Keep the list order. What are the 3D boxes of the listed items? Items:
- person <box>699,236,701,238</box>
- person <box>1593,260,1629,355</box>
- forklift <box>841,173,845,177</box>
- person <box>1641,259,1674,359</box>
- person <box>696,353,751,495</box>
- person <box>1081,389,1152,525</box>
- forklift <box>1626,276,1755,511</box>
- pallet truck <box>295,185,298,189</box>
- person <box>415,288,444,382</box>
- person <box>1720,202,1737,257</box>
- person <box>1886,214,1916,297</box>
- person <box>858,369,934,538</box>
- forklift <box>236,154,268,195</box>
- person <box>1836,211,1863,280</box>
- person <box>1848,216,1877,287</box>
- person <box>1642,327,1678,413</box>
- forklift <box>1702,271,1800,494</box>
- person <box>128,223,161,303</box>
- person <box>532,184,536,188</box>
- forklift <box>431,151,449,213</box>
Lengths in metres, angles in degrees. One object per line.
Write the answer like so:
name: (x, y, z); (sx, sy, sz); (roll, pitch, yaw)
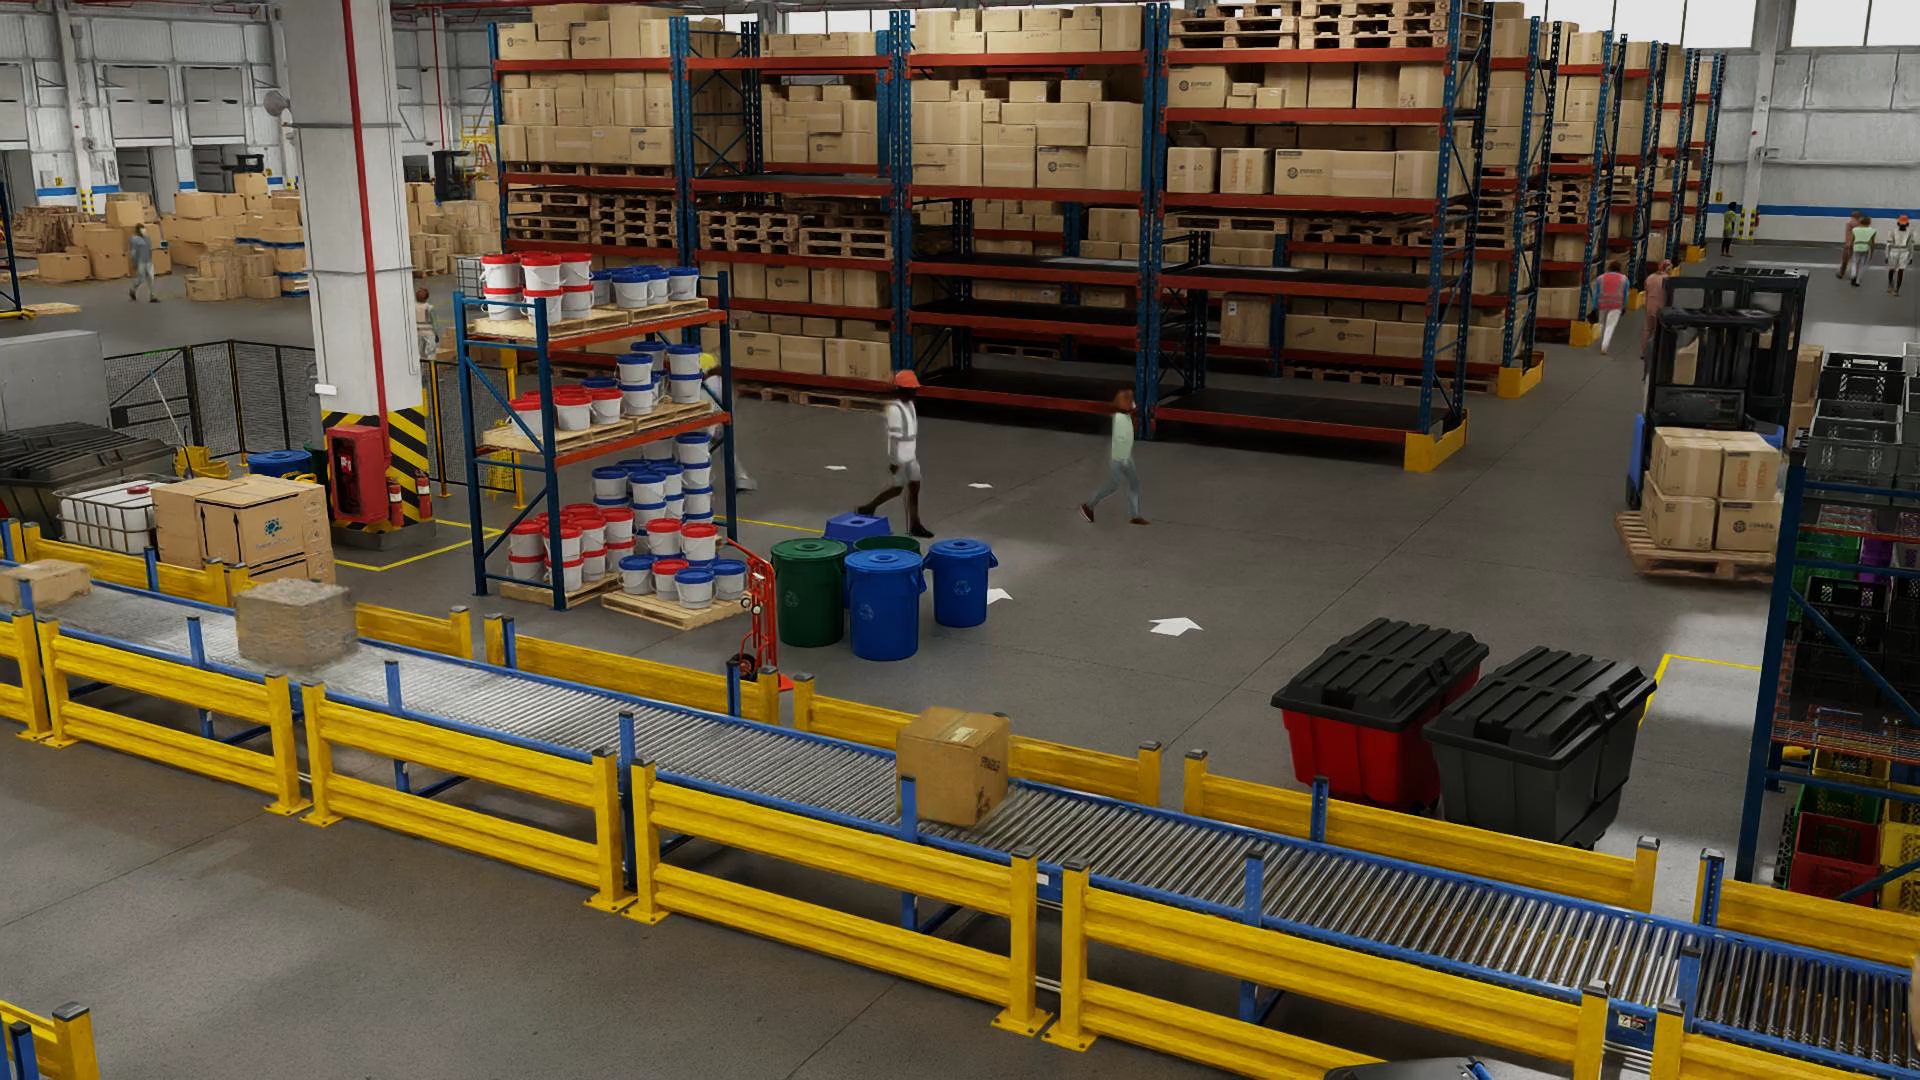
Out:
person: (-6.298, -6.808, 41.126); (0.512, 1.614, 0.641); (-5, 16, -18)
person: (12.519, -4.482, 32.035); (0.624, 1.796, 0.961); (10, 18, 32)
forklift: (-4.279, -11.382, 55.887); (1.129, 2.768, 1.873); (8, 17, 27)
person: (13.102, -4.298, 31.147); (0.399, 1.900, 0.643); (-6, 16, -23)
person: (-3.015, -1.424, 20.550); (0.908, 1.795, 0.593); (5, 16, 17)
person: (1.810, -0.954, 19.130); (0.763, 1.603, 0.499); (6, 16, 23)
forklift: (8.498, -1.633, 19.238); (1.129, 2.768, 1.873); (4, 15, 15)
pallet truck: (-26.804, -14.617, 69.738); (1.885, 1.965, 0.823); (-14, 20, -42)
person: (-9.231, -3.533, 28.749); (0.521, 1.643, 0.306); (5, 16, 20)
person: (23.893, -9.648, 51.631); (0.316, 1.698, 0.541); (-1, 15, -2)
person: (23.345, -7.072, 41.334); (0.616, 2.030, 0.518); (9, 17, 30)
person: (-0.721, -0.972, 18.612); (0.808, 1.920, 0.556); (6, 16, 22)
forklift: (-25.676, -12.614, 60.518); (1.873, 2.768, 1.129); (8, 17, 28)
person: (24.199, -7.965, 45.065); (0.654, 1.828, 1.030); (-1, 15, -5)
person: (23.541, -7.538, 43.445); (0.606, 1.825, 0.454); (8, 17, 26)
person: (10.476, -2.474, 24.870); (0.512, 1.601, 0.836); (13, 20, 40)
forklift: (9.269, -1.763, 19.726); (1.129, 2.768, 1.873); (8, 17, 27)
person: (-19.689, -6.667, 40.004); (0.743, 1.924, 0.639); (6, 16, 22)
person: (-16.894, -13.461, 66.005); (0.537, 1.686, 0.334); (4, 15, 13)
forklift: (-20.054, -13.651, 64.417); (1.873, 2.768, 1.129); (0, 15, 0)
